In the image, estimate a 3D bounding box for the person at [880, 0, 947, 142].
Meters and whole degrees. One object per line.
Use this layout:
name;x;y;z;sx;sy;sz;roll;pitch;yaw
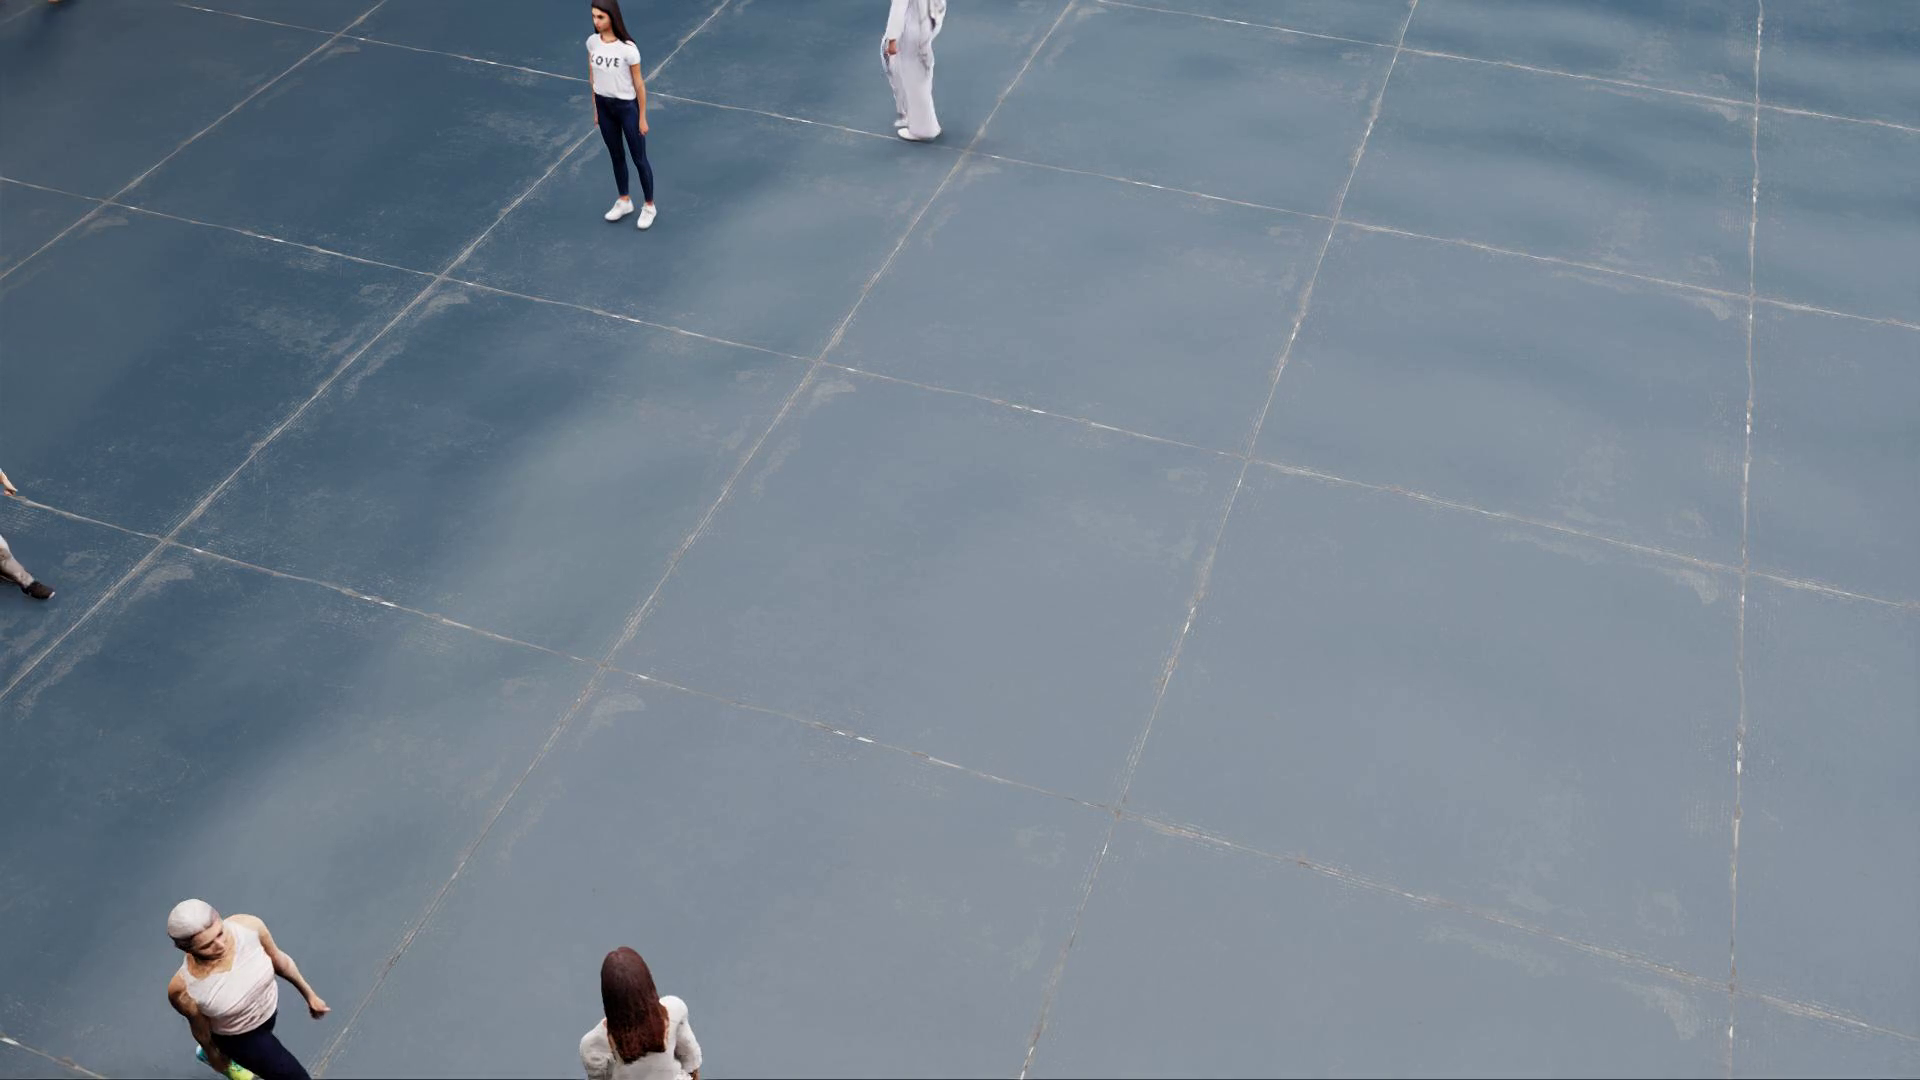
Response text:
person;-0.272;-3.966;12.917;0.783;1.914;0.719;12;44;12

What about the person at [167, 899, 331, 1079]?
person;-2.954;1.940;6.779;1.214;1.659;0.665;16;45;17

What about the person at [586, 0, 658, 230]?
person;-2.463;-3.112;12.104;0.458;1.774;0.656;16;45;17

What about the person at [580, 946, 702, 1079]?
person;-1.184;2.235;6.454;0.839;1.670;0.914;-27;49;-26

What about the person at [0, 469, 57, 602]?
person;-5.623;-0.284;9.333;0.778;1.423;0.557;12;44;12
